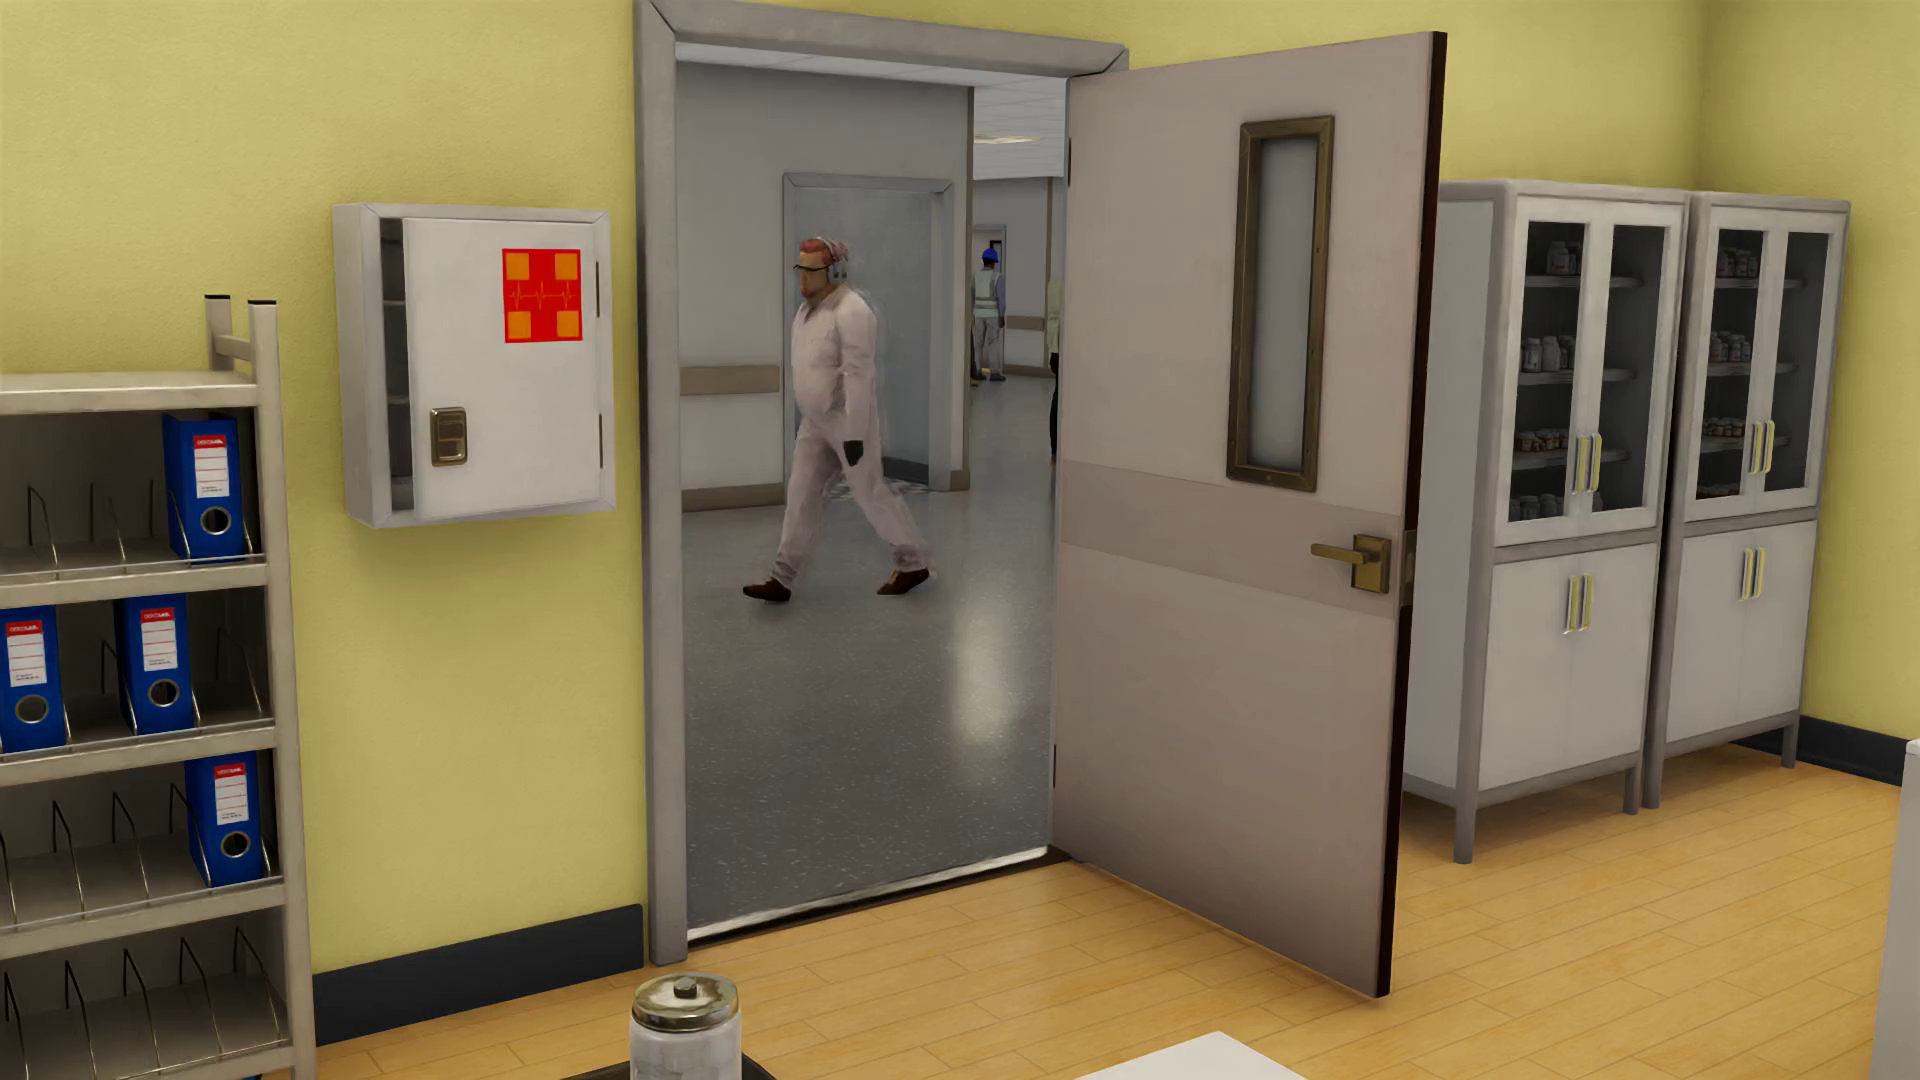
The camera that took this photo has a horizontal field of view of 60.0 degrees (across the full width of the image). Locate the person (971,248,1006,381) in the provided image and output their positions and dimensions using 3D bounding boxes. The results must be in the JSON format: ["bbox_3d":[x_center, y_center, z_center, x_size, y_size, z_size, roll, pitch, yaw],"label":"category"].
[{"bbox_3d":[0.412,-3.306,24.449,0.601,1.940,0.395,7,11,33],"label":"person"}]

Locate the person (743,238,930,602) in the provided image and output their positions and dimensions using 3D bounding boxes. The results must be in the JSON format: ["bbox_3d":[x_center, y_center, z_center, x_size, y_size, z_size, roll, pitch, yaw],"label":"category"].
[{"bbox_3d":[-0.610,-0.595,8.478,1.015,1.858,0.690,-6,12,-37],"label":"person"}]
